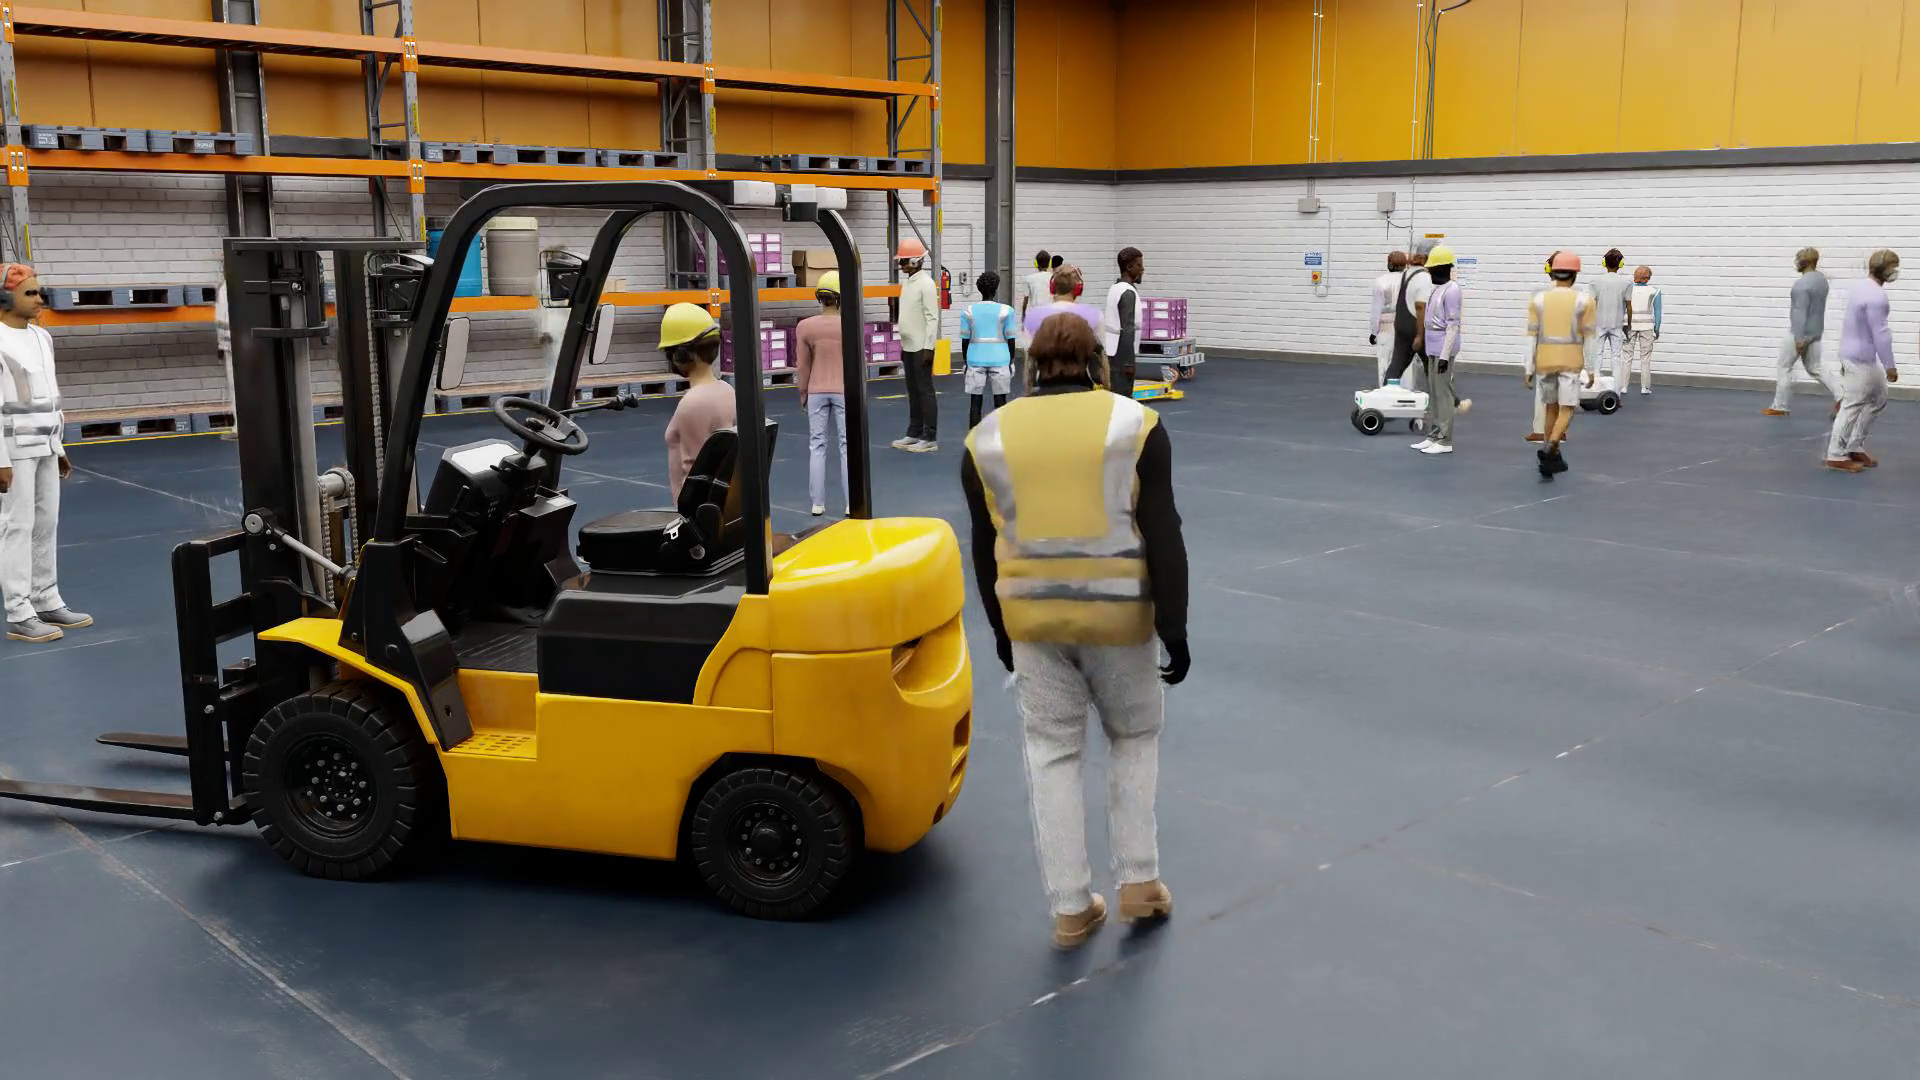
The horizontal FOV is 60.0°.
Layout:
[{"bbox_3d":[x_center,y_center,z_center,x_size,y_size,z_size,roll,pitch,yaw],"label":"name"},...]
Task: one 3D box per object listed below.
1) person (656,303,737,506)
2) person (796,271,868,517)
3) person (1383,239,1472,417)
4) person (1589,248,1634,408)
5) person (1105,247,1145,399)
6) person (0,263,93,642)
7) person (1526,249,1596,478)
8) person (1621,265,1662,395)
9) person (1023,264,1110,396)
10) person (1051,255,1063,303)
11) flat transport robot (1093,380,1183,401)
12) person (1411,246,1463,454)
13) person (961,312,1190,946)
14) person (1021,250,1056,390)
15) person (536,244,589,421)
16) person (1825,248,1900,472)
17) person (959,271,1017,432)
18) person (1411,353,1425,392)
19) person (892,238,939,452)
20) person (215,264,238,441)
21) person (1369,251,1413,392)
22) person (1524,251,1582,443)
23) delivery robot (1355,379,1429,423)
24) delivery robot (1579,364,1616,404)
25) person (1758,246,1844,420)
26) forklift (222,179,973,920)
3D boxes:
[{"bbox_3d":[-1.026,-0.052,6.599,0.327,1.760,0.523,1,10,8],"label":"person"},{"bbox_3d":[-0.914,-1.044,11.985,0.523,1.769,0.316,2,11,11],"label":"person"},{"bbox_3d":[5.153,-2.357,18.396,1.049,2.000,0.691,-2,11,-12],"label":"person"},{"bbox_3d":[7.596,-2.469,19.486,0.532,1.865,0.316,4,11,20],"label":"person"},{"bbox_3d":[1.426,-1.604,14.627,0.395,1.919,0.590,-1,10,-5],"label":"person"},{"bbox_3d":[-4.686,-0.439,8.363,0.346,1.883,0.584,0,10,1],"label":"person"},{"bbox_3d":[5.007,-1.472,13.930,0.557,1.909,0.827,7,13,35],"label":"person"},{"bbox_3d":[8.641,-2.667,21.181,0.523,1.639,0.306,5,12,25],"label":"person"},{"bbox_3d":[0.767,-0.995,11.580,0.588,1.820,0.742,4,11,23],"label":"person"},{"bbox_3d":[1.584,-3.840,27.433,0.530,1.692,0.321,5,12,27],"label":"person"},{"bbox_3d":[2.011,-1.799,20.181,1.431,0.197,0.652,-10,15,-44],"label":"flat transport robot"},{"bbox_3d":[4.461,-1.765,15.486,0.369,1.925,0.586,0,10,1],"label":"person"},{"bbox_3d":[0.344,0.253,4.832,0.683,1.805,0.552,3,11,15],"label":"person"},{"bbox_3d":[1.076,-2.909,21.971,0.536,1.841,0.887,0,10,1],"label":"person"},{"bbox_3d":[-4.249,-2.238,18.076,0.725,1.916,0.662,-9,14,-40],"label":"person"},{"bbox_3d":[7.704,-1.504,14.092,0.584,1.910,0.642,3,11,18],"label":"person"},{"bbox_3d":[0.261,-1.613,15.282,0.535,1.697,0.318,2,11,8],"label":"person"},{"bbox_3d":[5.781,-2.568,20.701,0.553,1.618,0.545,0,10,1],"label":"person"},{"bbox_3d":[-0.418,-1.821,15.614,0.396,1.988,0.614,-5,11,-24],"label":"person"},{"bbox_3d":[-7.034,-1.852,16.188,0.713,1.855,0.351,5,12,27],"label":"person"},{"bbox_3d":[5.050,-2.433,19.351,0.627,1.845,0.429,-2,11,-11],"label":"person"},{"bbox_3d":[5.795,-1.881,16.271,0.532,1.871,0.321,0,10,0],"label":"person"},{"bbox_3d":[4.413,-1.404,16.999,0.707,0.478,0.477,1,10,6],"label":"delivery robot"},{"bbox_3d":[7.058,-1.756,18.919,0.707,0.478,0.477,-1,10,-6],"label":"delivery robot"},{"bbox_3d":[9.367,-2.262,18.271,0.631,1.909,0.910,-7,13,-35],"label":"person"},{"bbox_3d":[-1.114,-0.058,5.440,2.313,2.155,1.214,2,11,13],"label":"forklift"}]
